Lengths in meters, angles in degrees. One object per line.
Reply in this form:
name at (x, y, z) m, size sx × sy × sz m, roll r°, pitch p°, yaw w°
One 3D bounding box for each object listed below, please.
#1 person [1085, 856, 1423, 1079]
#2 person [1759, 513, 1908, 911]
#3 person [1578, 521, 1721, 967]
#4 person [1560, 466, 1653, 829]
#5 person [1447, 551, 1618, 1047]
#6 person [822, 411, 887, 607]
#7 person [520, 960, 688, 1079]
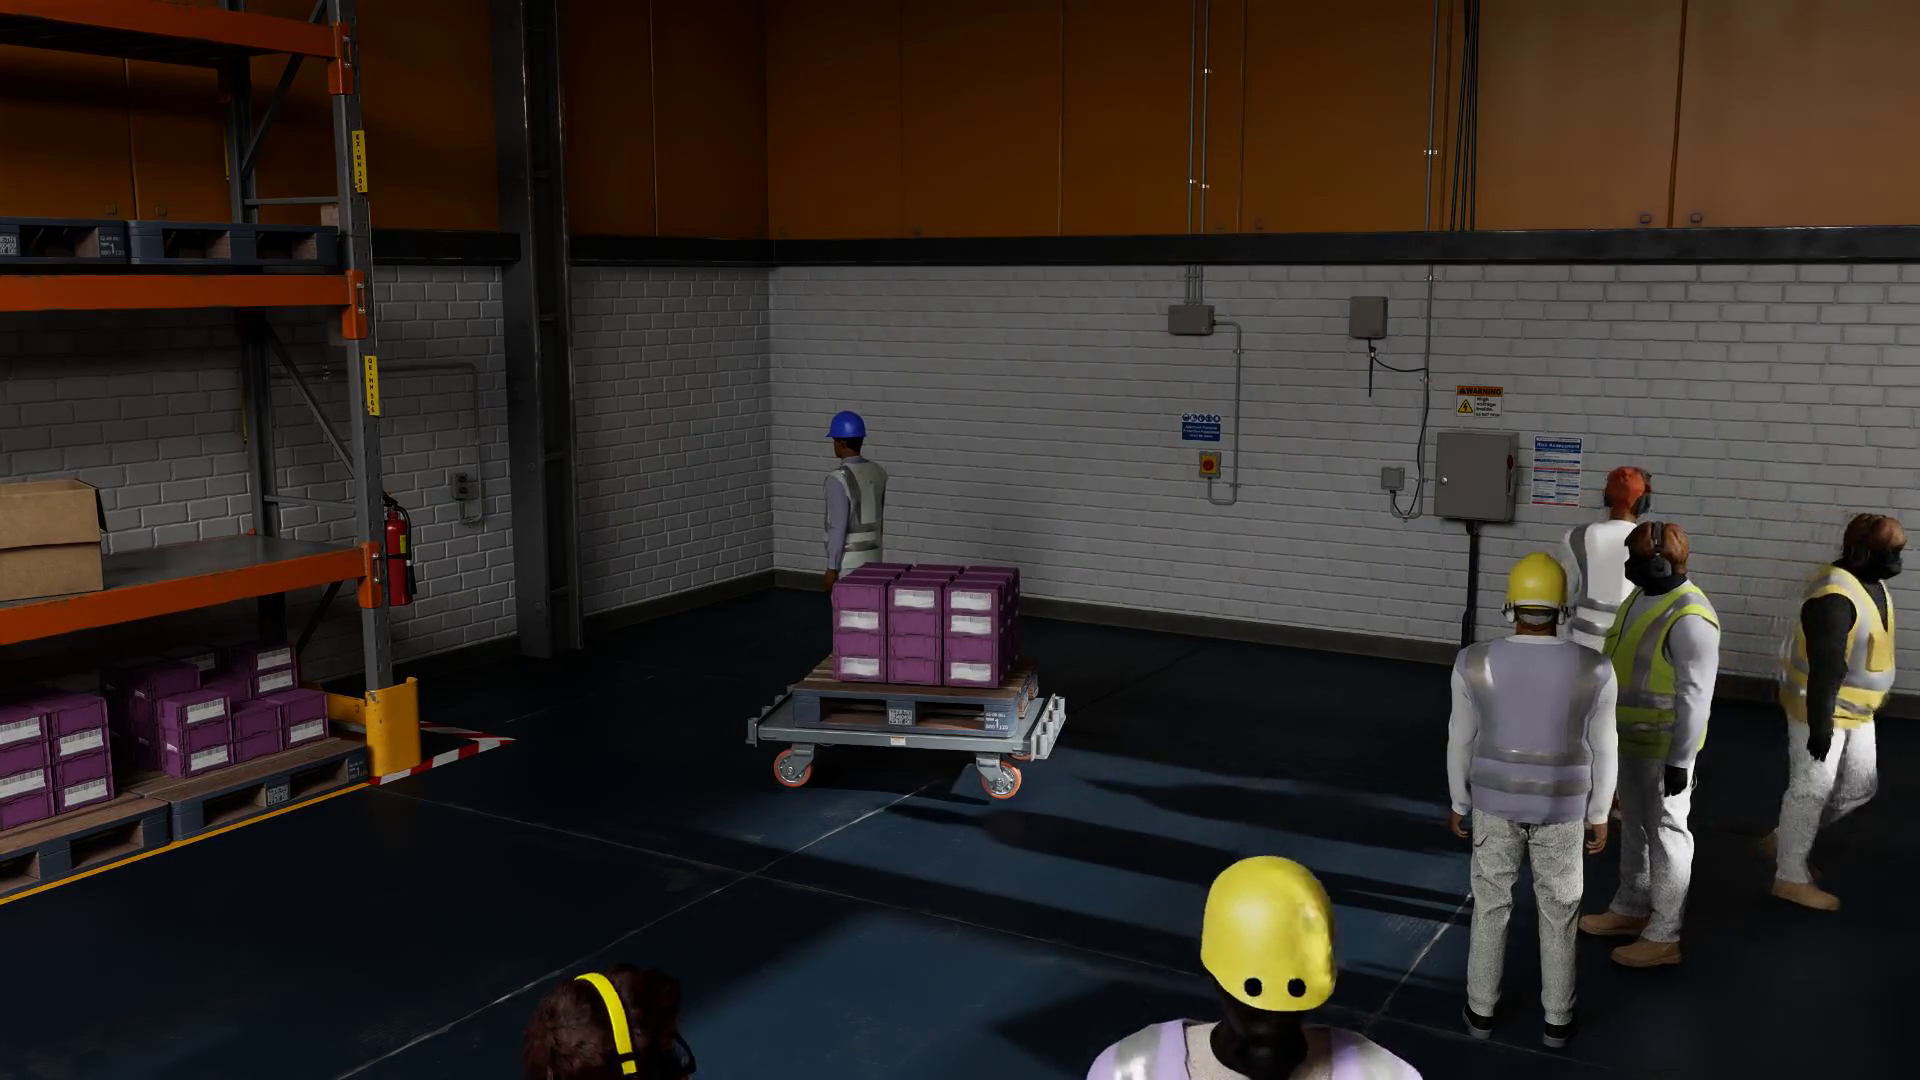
person at (0.493, 1.432, 2.877) m, size 0.590 × 1.915 × 0.535 m, roll 0°, pitch 9°, yaw 1°
person at (3.877, 0.767, 7.364) m, size 0.638 × 1.814 × 0.485 m, roll -8°, pitch 12°, yaw -41°
person at (2.848, 0.831, 6.870) m, size 0.430 × 1.840 × 0.621 m, roll 0°, pitch 9°, yaw 1°
person at (3.352, 0.550, 8.507) m, size 0.601 × 1.873 × 0.476 m, roll 7°, pitch 11°, yaw 36°
person at (2.094, 0.951, 6.120) m, size 0.590 × 1.837 × 0.404 m, roll 3°, pitch 10°, yaw 19°
person at (-0.709, 0.127, 10.916) m, size 0.399 × 1.945 × 0.616 m, roll 5°, pitch 10°, yaw 28°
person at (-0.519, 1.531, 2.454) m, size 0.334 × 1.873 × 0.571 m, roll -7°, pitch 12°, yaw -39°
